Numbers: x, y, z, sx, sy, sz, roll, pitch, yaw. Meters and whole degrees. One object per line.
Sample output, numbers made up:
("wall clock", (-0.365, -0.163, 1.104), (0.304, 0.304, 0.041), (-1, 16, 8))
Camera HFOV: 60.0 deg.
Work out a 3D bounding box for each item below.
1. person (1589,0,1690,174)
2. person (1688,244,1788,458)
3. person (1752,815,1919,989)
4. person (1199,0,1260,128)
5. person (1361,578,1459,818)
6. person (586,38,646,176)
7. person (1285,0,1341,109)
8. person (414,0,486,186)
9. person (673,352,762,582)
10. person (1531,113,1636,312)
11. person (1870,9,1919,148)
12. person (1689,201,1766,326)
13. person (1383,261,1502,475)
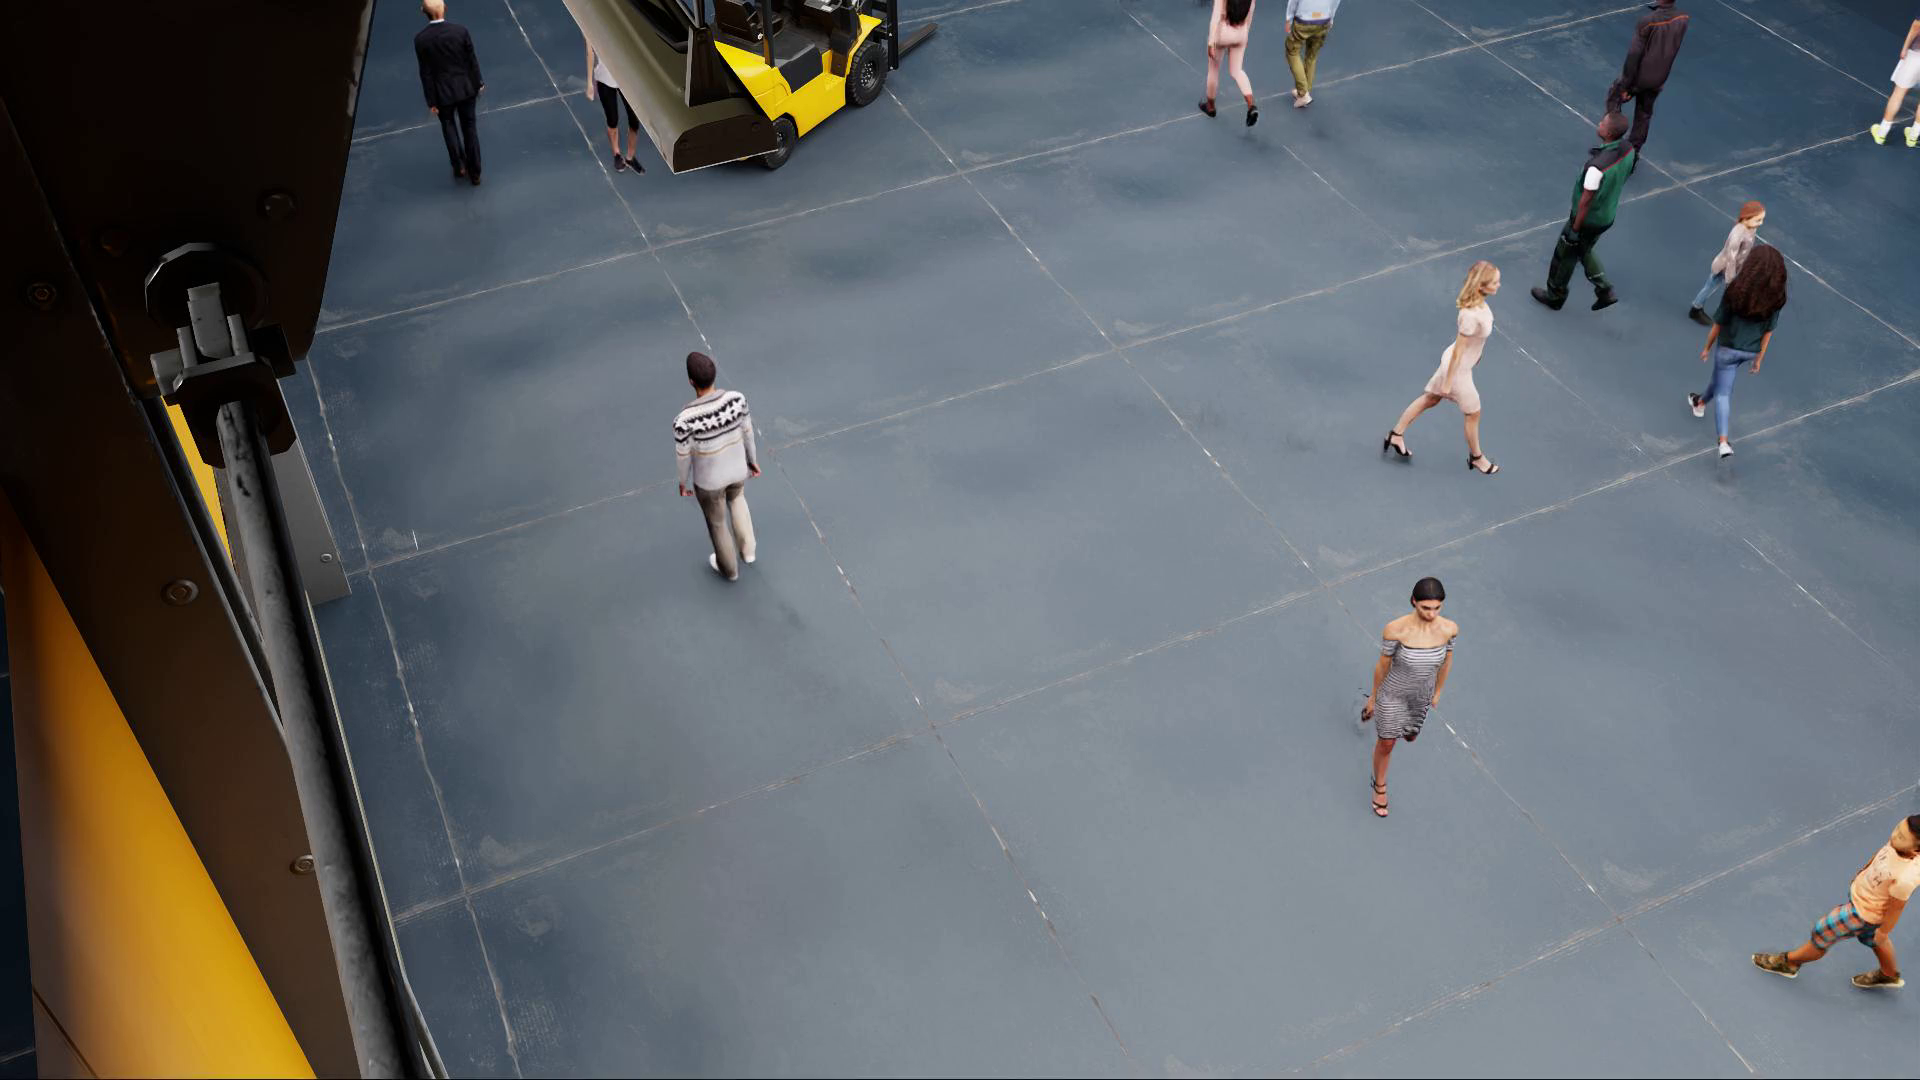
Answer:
("person", (6.202, -4.125, 14.937), (0.799, 1.811, 0.814), (-5, 44, -5))
("person", (5.714, -1.330, 12.185), (0.952, 1.561, 1.196), (3, 44, 4))
("person", (4.914, 1.954, 8.830), (1.021, 1.433, 0.954), (14, 45, 14))
("person", (2.575, -4.638, 15.558), (0.647, 1.697, 1.031), (-20, 47, -20))
("person", (2.566, 0.850, 9.720), (0.794, 1.803, 1.005), (-3, 44, -3))
("person", (-3.142, -4.170, 15.021), (0.776, 1.761, 0.742), (-21, 47, -21))
("person", (3.359, -4.886, 15.745), (0.799, 1.798, 0.857), (-10, 44, -10))
("person", (-4.481, -3.956, 14.777), (0.706, 1.787, 0.641), (-14, 45, -14))
("person", (-1.554, -0.411, 11.012), (0.755, 1.848, 0.686), (-26, 49, -25))
("person", (5.100, -2.549, 13.271), (0.845, 1.827, 1.030), (-30, 51, -28))
("person", (8.940, -4.506, 15.321), (0.713, 1.833, 0.736), (7, 44, 7))
("person", (6.159, -2.249, 13.429), (0.607, 1.176, 0.767), (-31, 51, -28))
("person", (3.470, -1.232, 11.923), (1.098, 1.780, 1.063), (13, 45, 13))
